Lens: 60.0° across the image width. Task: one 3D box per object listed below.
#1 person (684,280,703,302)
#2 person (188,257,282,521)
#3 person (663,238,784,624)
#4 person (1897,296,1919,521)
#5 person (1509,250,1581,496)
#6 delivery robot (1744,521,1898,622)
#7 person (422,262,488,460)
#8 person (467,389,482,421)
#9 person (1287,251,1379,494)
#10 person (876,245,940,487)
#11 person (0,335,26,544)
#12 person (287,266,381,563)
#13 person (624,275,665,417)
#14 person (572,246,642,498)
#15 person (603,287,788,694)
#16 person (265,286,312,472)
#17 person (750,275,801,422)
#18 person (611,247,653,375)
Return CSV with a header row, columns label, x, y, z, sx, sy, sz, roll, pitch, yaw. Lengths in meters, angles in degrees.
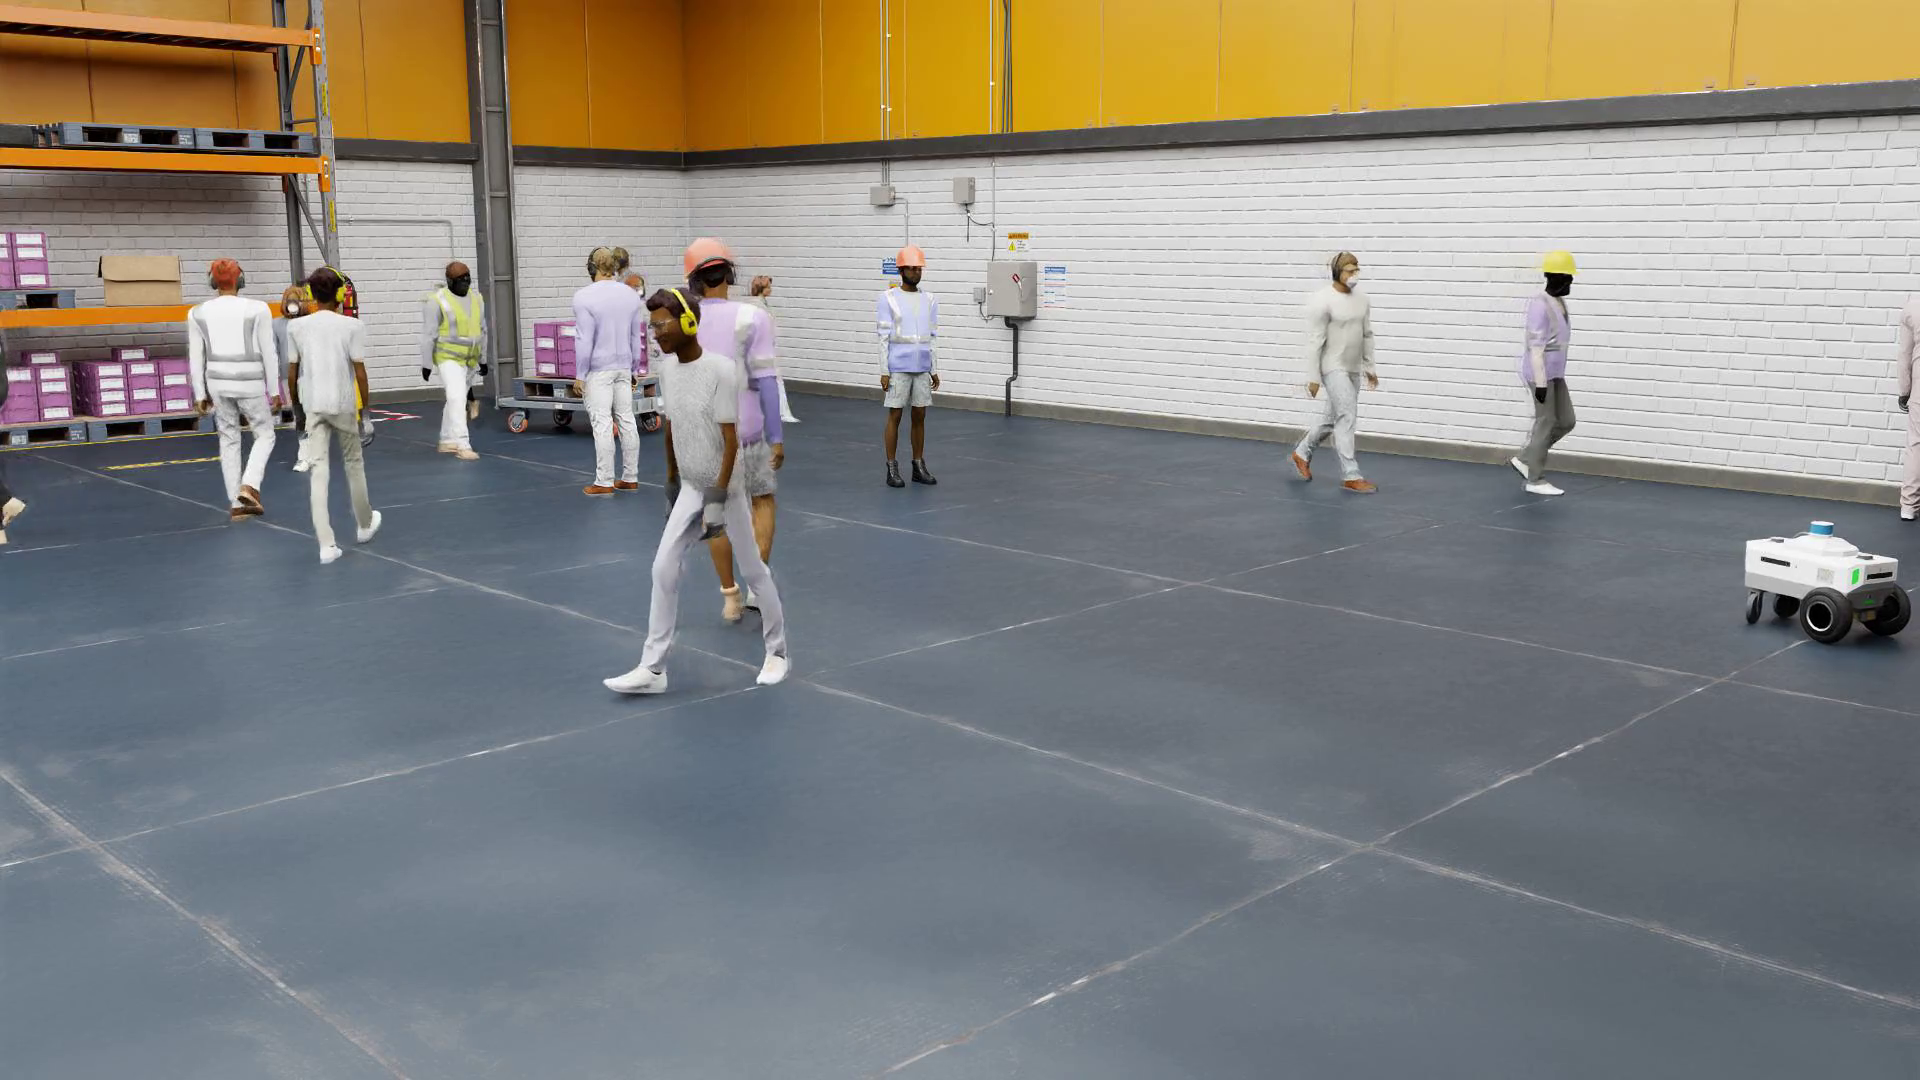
label,x,y,z,sx,sy,sz,roll,pitch,yaw
person,-2.317,-1.604,15.054,0.337,1.766,0.543,-9,14,-41
person,-5.117,-1.059,11.782,0.610,1.867,0.420,-1,10,-5
person,-1.241,-0.563,8.723,0.650,2.006,0.509,1,10,6
person,6.924,-1.055,11.668,0.642,1.908,0.408,10,14,42
person,4.598,-1.296,12.966,0.424,1.908,0.605,8,13,36
delivery robot,4.405,0.148,8.535,0.477,0.478,0.707,-4,11,-23
person,-4.637,-1.640,15.218,0.709,1.794,0.646,6,12,28
person,-5.314,-2.046,17.763,0.525,1.663,0.833,3,11,15
person,2.994,-1.359,13.344,0.639,1.911,0.938,-9,14,-40
person,-0.406,-1.401,13.452,0.544,1.943,0.347,-6,12,-29
person,-6.496,-0.967,10.815,0.538,2.000,0.702,-7,13,-35
person,-3.974,-0.817,10.584,0.555,1.822,0.941,-1,10,-5
person,-3.628,-2.140,18.443,0.910,1.581,0.517,5,11,25
person,-2.729,-1.294,12.878,0.354,1.938,0.636,8,13,37
person,-1.152,-0.209,7.377,0.543,1.794,0.862,7,13,34
person,-5.754,-1.419,14.525,0.493,1.587,0.895,0,10,-1
person,-2.193,-2.057,17.985,0.855,1.607,0.519,2,11,10
person,-3.868,-2.339,18.743,0.976,1.884,0.619,-2,11,-10
